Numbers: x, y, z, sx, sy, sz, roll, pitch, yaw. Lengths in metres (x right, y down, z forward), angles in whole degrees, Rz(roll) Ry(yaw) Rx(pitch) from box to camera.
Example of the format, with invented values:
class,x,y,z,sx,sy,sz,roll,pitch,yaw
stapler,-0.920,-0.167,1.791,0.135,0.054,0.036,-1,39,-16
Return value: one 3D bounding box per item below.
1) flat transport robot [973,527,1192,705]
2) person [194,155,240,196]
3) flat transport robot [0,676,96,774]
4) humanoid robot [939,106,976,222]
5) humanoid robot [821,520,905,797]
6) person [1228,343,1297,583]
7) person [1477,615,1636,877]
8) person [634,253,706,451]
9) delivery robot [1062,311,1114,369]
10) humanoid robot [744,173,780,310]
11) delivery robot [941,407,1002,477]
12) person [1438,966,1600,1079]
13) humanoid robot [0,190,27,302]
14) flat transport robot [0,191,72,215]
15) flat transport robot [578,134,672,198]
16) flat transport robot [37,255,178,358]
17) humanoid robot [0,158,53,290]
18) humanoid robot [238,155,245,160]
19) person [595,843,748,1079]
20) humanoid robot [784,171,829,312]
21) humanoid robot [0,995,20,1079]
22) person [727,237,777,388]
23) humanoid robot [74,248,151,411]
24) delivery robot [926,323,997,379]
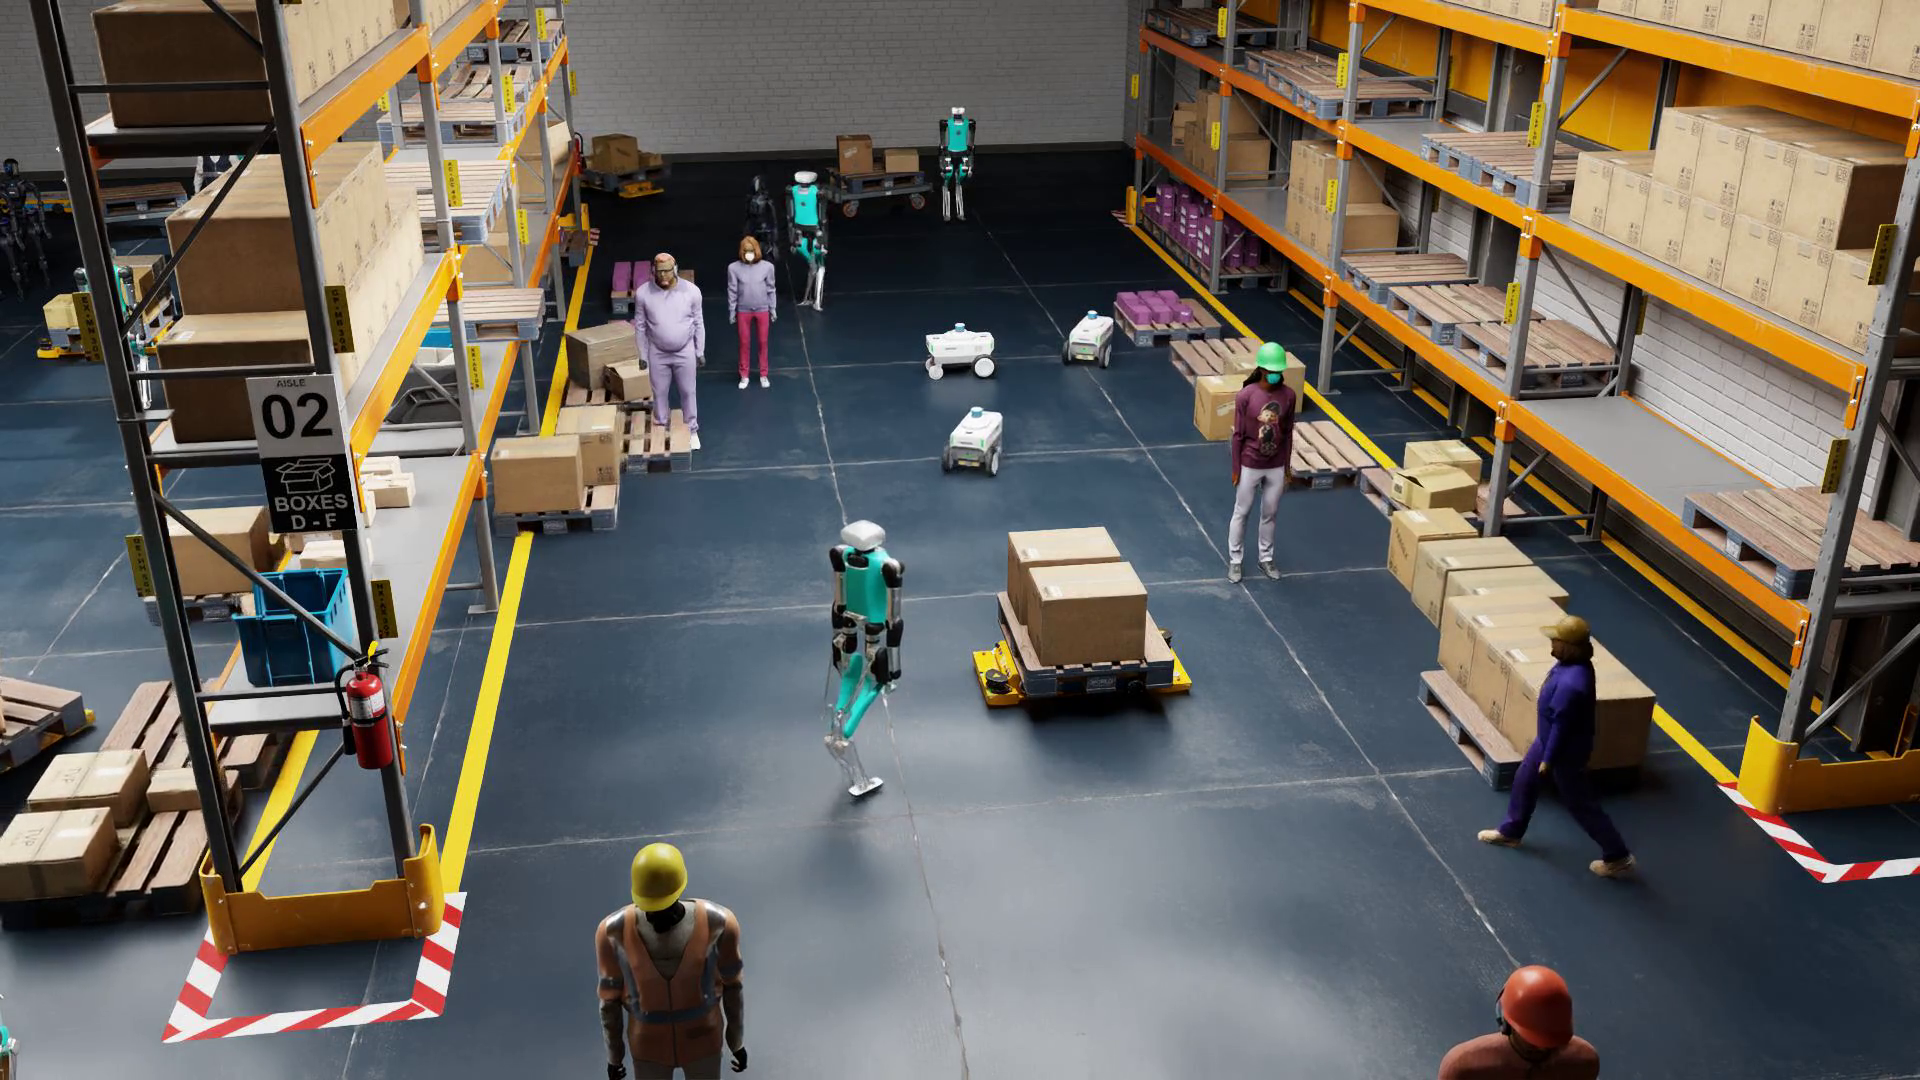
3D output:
class,x,y,z,sx,sy,sz,roll,pitch,yaw
flat transport robot,0.846,0.881,11.670,1.431,0.231,0.659,-3,24,-8
person,-10.006,-4.723,22.583,0.774,1.756,0.440,-4,24,-8
flat transport robot,-6.317,1.363,10.572,0.659,0.231,1.431,8,25,18
humanoid robot,-0.075,-5.512,24.242,0.533,1.677,0.735,-3,24,-8
humanoid robot,-0.688,0.832,10.033,0.553,1.850,0.693,18,29,35
person,2.353,-0.613,12.986,0.501,1.949,0.429,-4,24,-8
person,3.485,1.163,9.387,0.823,1.582,0.451,6,24,14
person,-2.717,-1.758,15.648,0.653,1.906,0.411,-4,24,-8
delivery robot,1.442,-2.233,18.401,0.525,0.587,0.743,8,25,18
humanoid robot,-2.346,-3.664,20.281,0.612,1.648,0.462,21,31,39
delivery robot,0.149,-0.925,15.438,0.499,0.601,0.796,7,25,15
person,1.995,2.385,6.100,0.624,1.992,0.384,-4,24,-8
humanoid robot,-11.848,-3.753,20.459,0.599,1.657,0.315,-3,24,-8
flat transport robot,-14.014,-5.143,25.394,1.431,0.231,0.659,-3,24,-8
flat transport robot,-5.448,-5.712,26.692,1.431,0.231,0.659,22,32,40
flat transport robot,-9.596,-2.273,18.857,1.431,0.231,0.659,-3,24,-8
humanoid robot,-11.796,-3.981,20.980,0.599,1.655,0.315,-3,24,-8
humanoid robot,-11.118,-6.052,25.473,0.533,1.677,0.735,-3,24,-8
person,-1.178,2.075,6.889,0.594,1.925,0.369,-4,24,-8
humanoid robot,-1.760,-3.635,20.137,0.591,1.772,0.872,7,25,16
humanoid robot,-4.336,1.993,7.144,0.533,1.677,0.735,-3,24,-8
person,-2.171,-2.378,17.413,0.509,1.623,0.315,-4,24,-9
humanoid robot,-8.330,-2.135,16.550,0.533,1.677,0.735,-3,24,-8
delivery robot,0.001,-2.052,17.962,0.739,0.566,0.499,-3,24,-8
